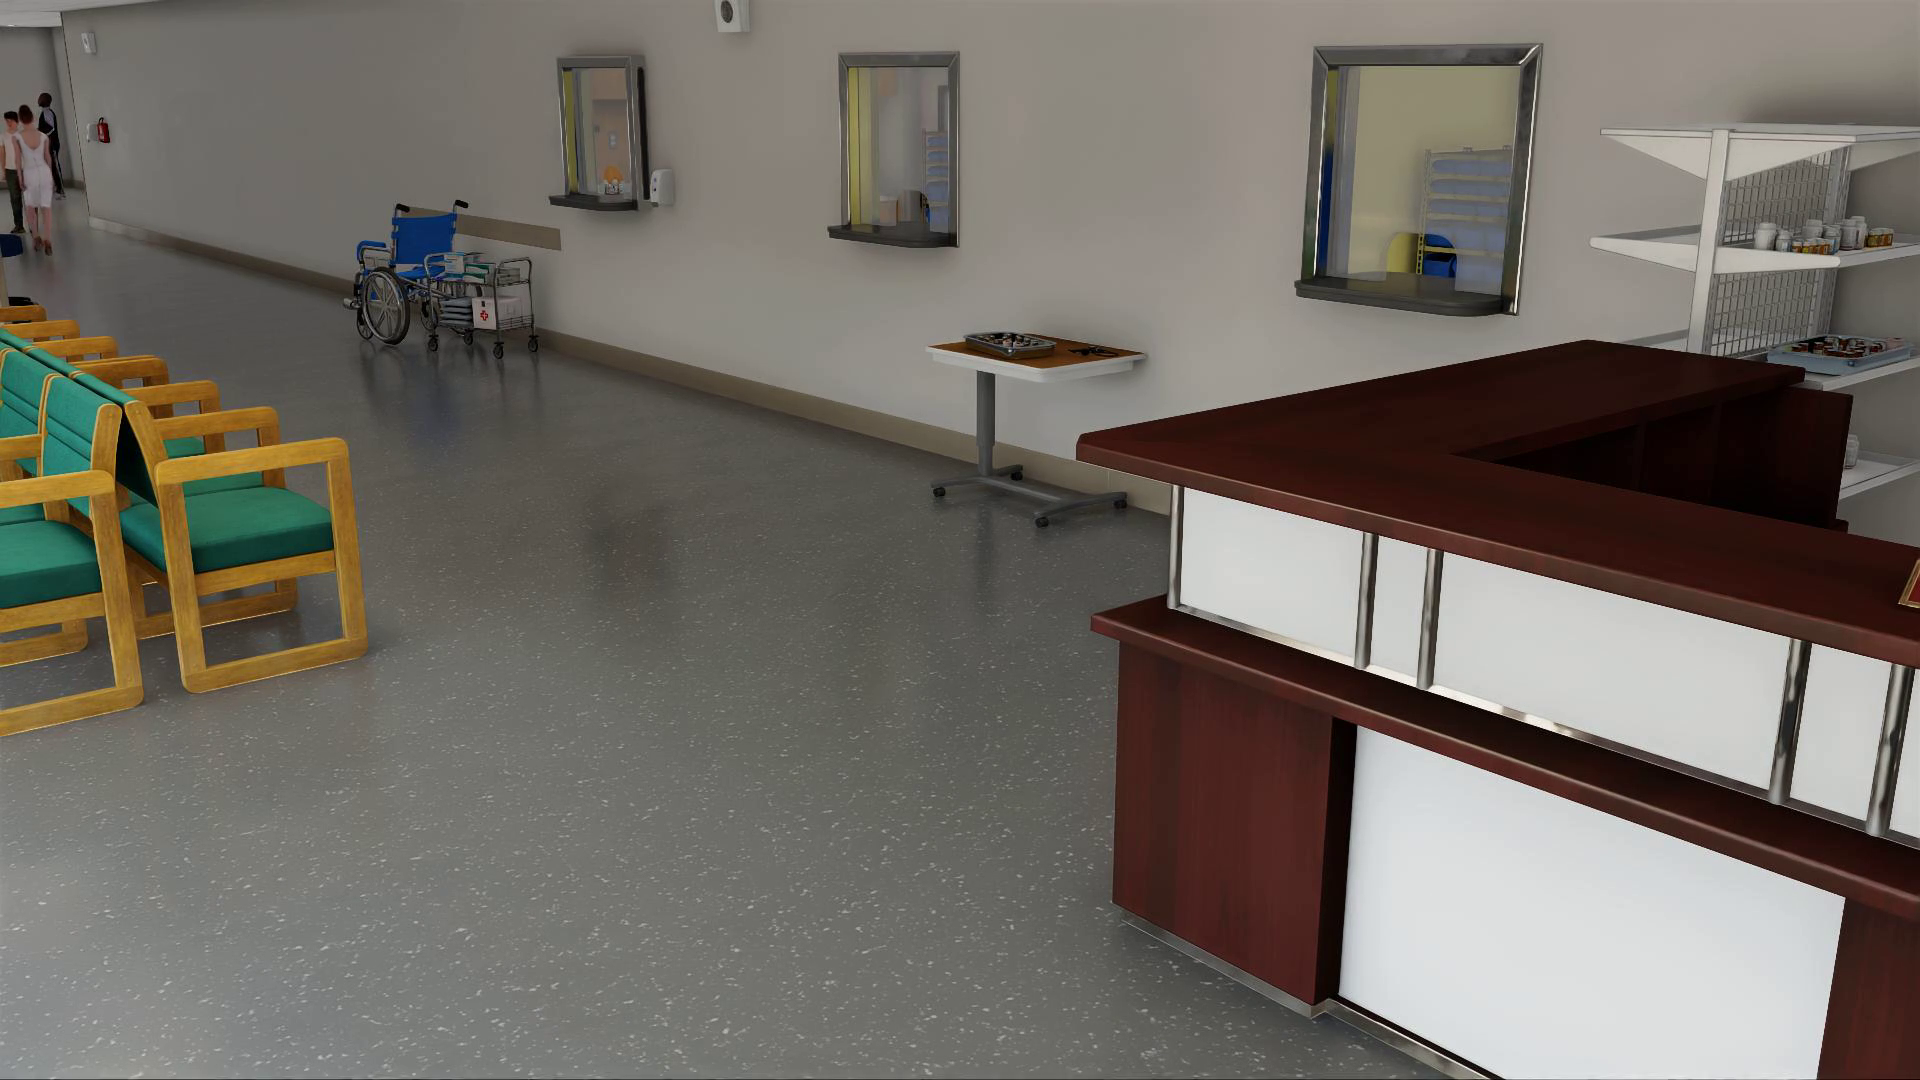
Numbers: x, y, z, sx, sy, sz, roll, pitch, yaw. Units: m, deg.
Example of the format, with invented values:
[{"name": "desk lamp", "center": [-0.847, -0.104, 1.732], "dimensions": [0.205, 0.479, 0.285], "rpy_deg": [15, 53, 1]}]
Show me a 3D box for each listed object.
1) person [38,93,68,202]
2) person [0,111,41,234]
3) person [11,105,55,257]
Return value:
[{"name": "person", "center": [-15.896, -6.891, 29.100], "dimensions": [0.636, 1.828, 0.704], "rpy_deg": [-8, 17, -25]}, {"name": "person", "center": [-13.051, -5.099, 23.064], "dimensions": [0.607, 1.654, 0.709], "rpy_deg": [-3, 16, -11]}, {"name": "person", "center": [-11.126, -4.315, 20.060], "dimensions": [0.717, 1.774, 0.660], "rpy_deg": [-10, 19, -32]}]
